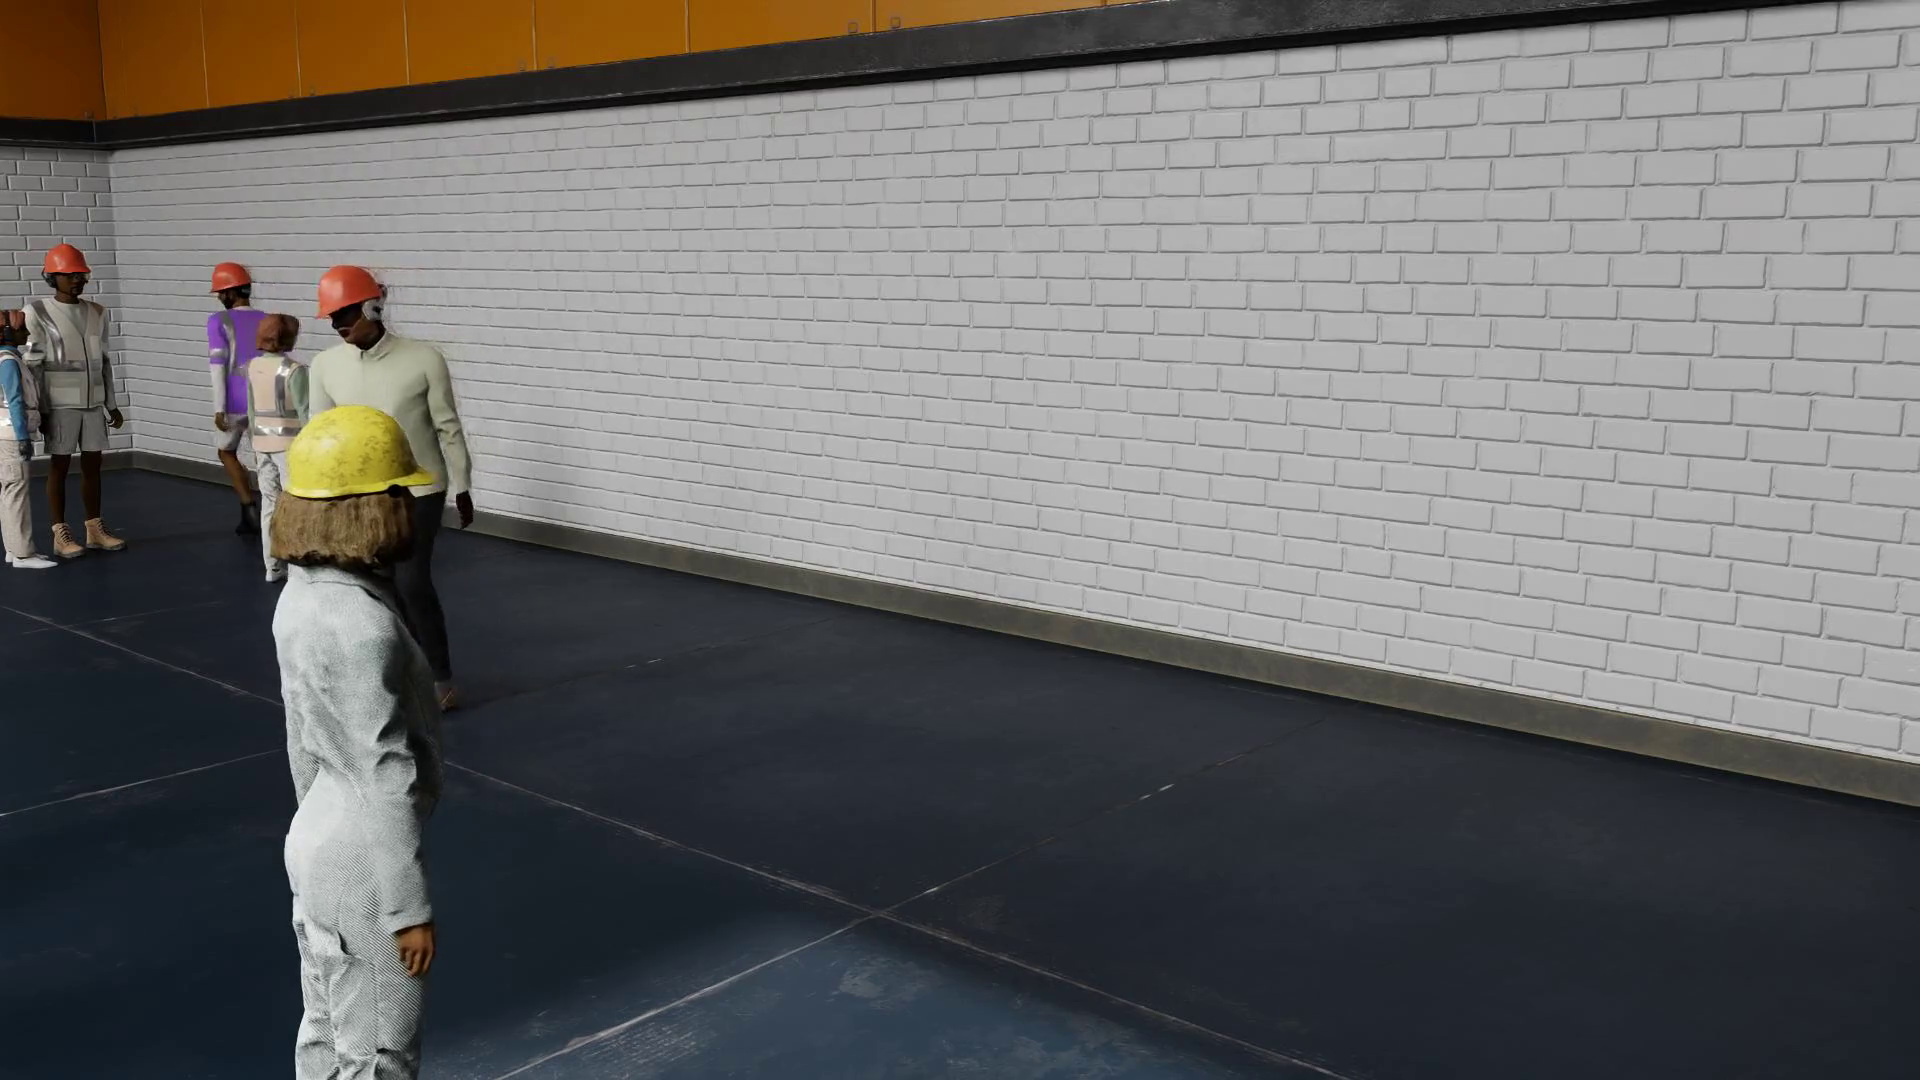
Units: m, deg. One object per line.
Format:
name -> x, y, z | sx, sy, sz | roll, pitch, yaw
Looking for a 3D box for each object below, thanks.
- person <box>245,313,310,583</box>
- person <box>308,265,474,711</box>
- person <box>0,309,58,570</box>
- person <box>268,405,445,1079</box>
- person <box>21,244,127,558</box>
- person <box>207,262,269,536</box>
person -> -4.046, -0.528, 9.961 | 0.534, 1.637, 0.327 | 6, 11, 29
person -> -2.459, -0.205, 7.199 | 0.638, 1.945, 0.635 | 2, 10, 9
person -> -5.974, -0.634, 10.529 | 0.314, 1.642, 0.514 | -7, 12, -34
person -> -1.084, 0.621, 3.092 | 0.299, 1.745, 0.483 | -7, 12, -36
person -> -5.828, -0.915, 10.982 | 0.378, 2.045, 0.605 | 5, 11, 26
person -> -4.959, -0.958, 11.551 | 0.438, 1.919, 0.559 | 8, 13, 39
